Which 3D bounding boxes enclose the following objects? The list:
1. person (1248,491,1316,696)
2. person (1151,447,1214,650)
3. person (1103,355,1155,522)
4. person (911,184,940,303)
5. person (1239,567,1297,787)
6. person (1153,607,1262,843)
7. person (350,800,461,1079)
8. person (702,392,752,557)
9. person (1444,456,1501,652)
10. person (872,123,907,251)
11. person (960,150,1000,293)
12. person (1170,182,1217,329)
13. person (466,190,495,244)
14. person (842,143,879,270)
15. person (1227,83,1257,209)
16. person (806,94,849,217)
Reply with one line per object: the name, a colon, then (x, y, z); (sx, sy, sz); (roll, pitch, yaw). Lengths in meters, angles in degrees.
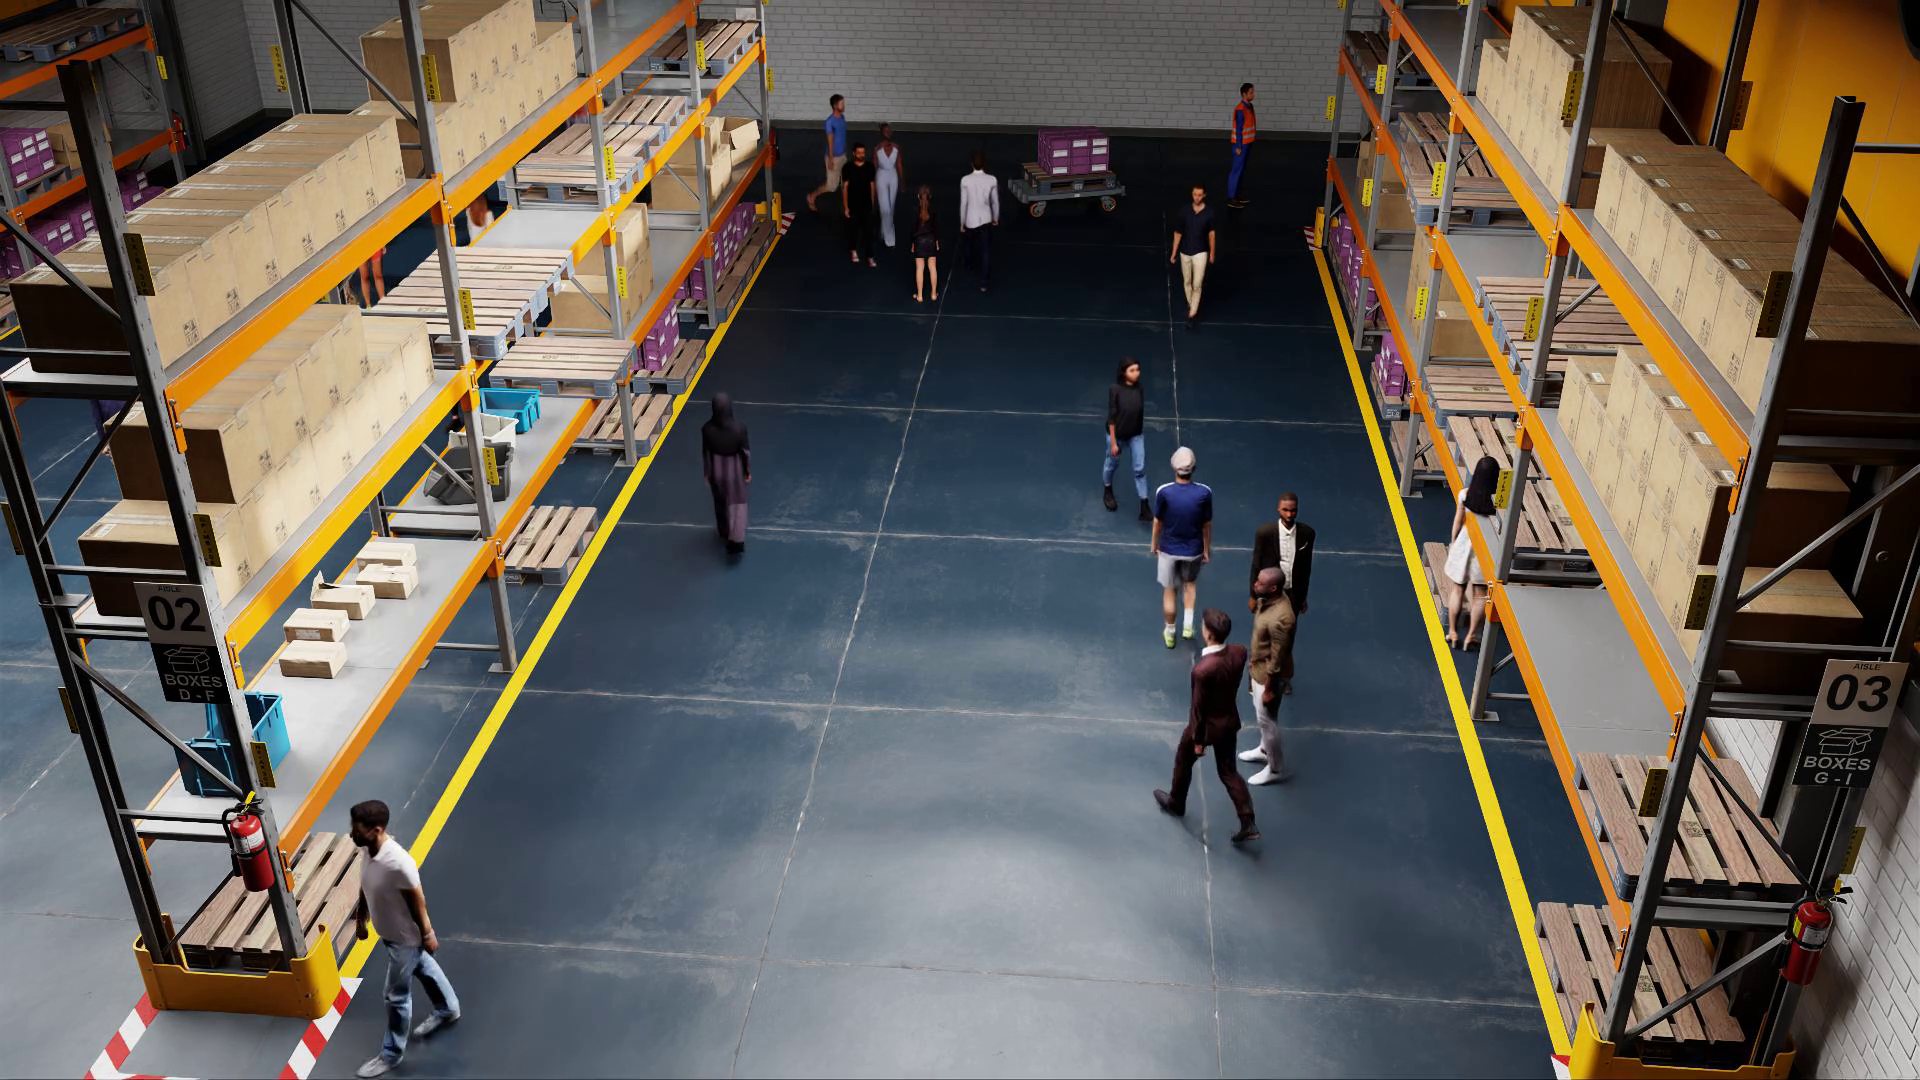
person: (2.597, 0.428, 13.565); (0.692, 1.800, 0.618); (-3, 29, -5)
person: (1.891, 0.116, 14.115); (0.672, 1.821, 0.660); (1, 29, 1)
person: (1.570, -1.038, 16.390); (0.861, 1.668, 1.154); (-9, 30, -16)
person: (-0.454, -3.888, 21.733); (0.603, 1.556, 0.632); (-7, 29, -12)
person: (2.335, 0.988, 12.509); (0.795, 1.827, 0.545); (1, 29, 1)
person: (1.868, 1.345, 11.836); (1.151, 1.845, 1.279); (-18, 33, -29)
person: (-3.310, 2.307, 10.085); (1.102, 1.833, 1.034); (-24, 37, -36)
person: (-2.207, -0.611, 15.685); (0.640, 1.594, 1.001); (0, 29, 0)
person: (4.386, 0.119, 14.166); (0.707, 1.766, 0.717); (10, 30, 18)
person: (-1.073, -5.066, 23.674); (0.812, 1.764, 0.918); (-14, 31, -24)
person: (0.255, -4.173, 21.999); (0.897, 1.800, 1.240); (-4, 29, -8)
person: (2.979, -3.646, 21.012); (0.860, 1.819, 1.142); (12, 31, 21)
person: (-6.123, -3.702, 21.238); (0.740, 1.701, 1.002); (9, 30, 17)
person: (-1.430, -4.611, 22.894); (0.892, 1.713, 1.200); (-7, 29, -13)
person: (4.302, -6.034, 25.346); (0.836, 1.863, 0.685); (14, 31, 23)
person: (-1.925, -5.717, 24.790); (0.933, 1.839, 1.080); (13, 31, 22)
